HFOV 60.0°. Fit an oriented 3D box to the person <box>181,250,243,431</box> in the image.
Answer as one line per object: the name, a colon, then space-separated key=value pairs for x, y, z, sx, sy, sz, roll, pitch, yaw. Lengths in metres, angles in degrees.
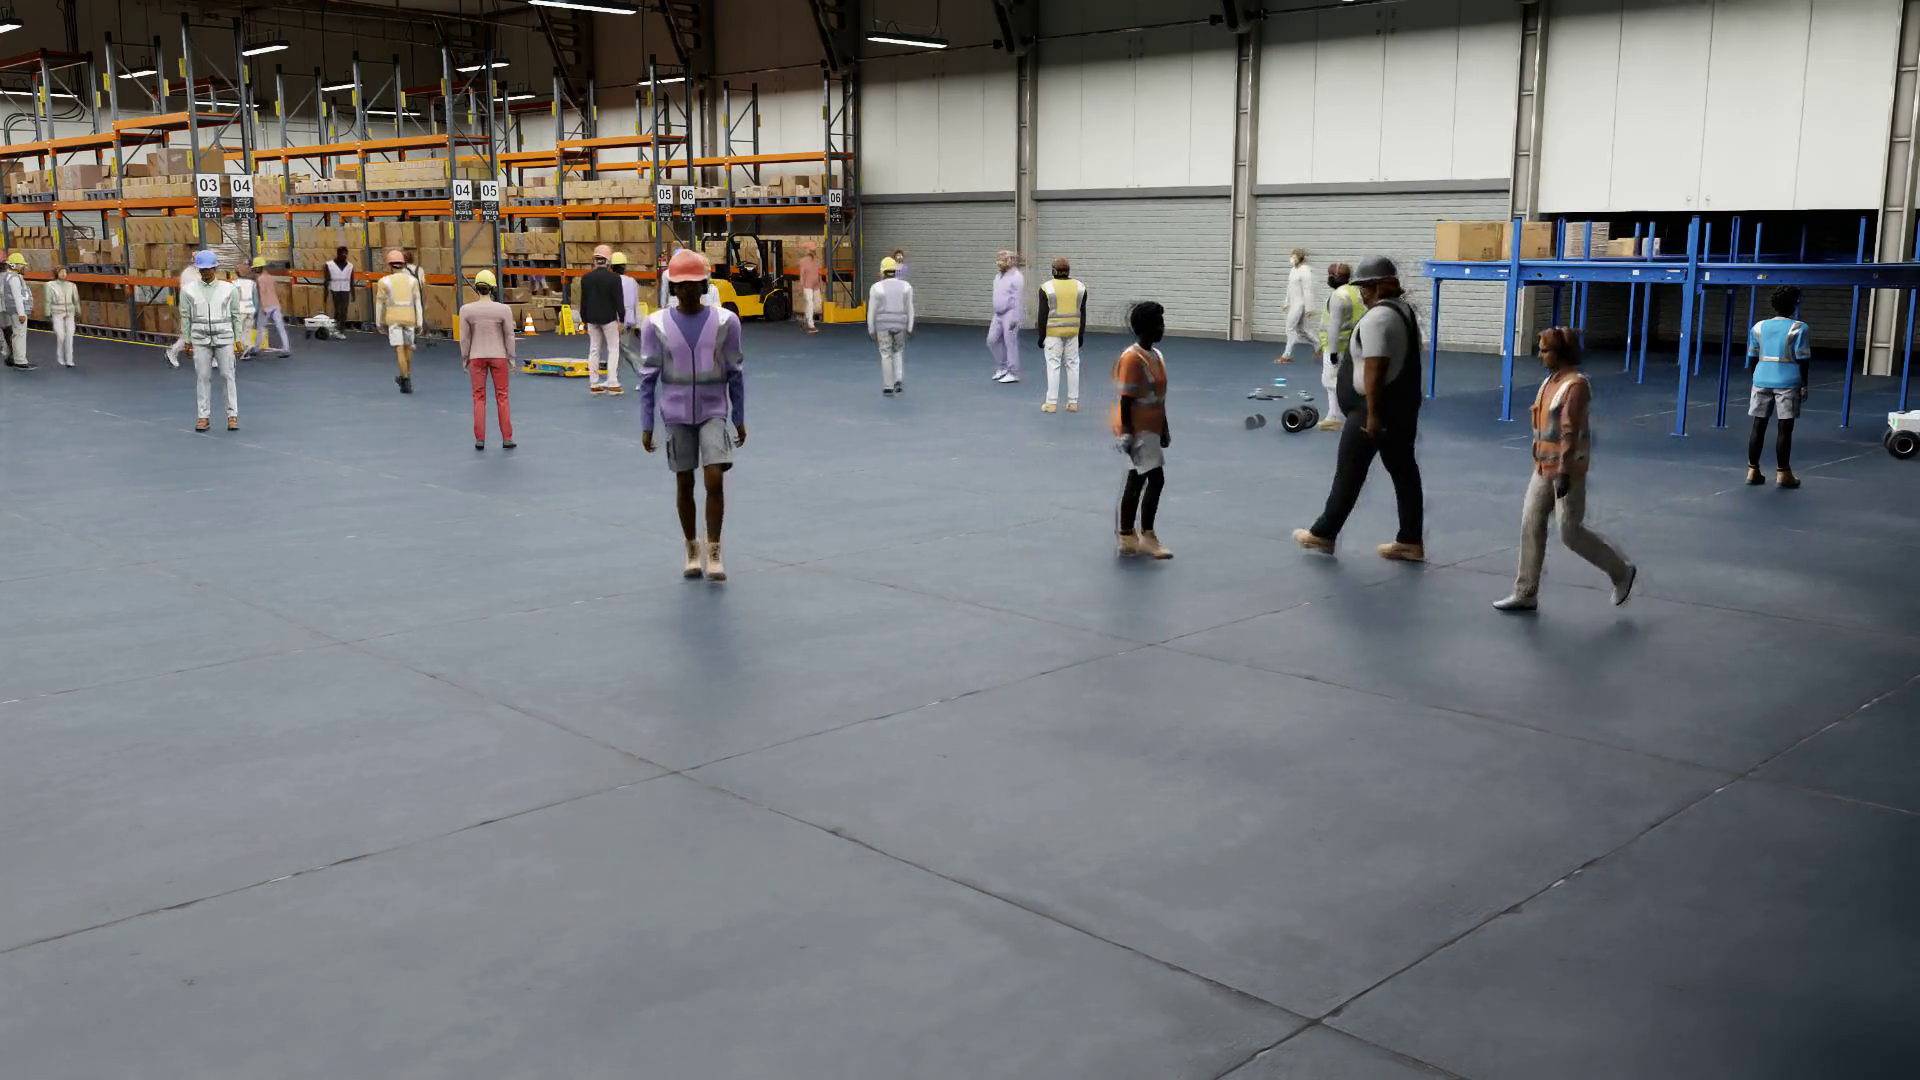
person: x=-8.137 y=-2.168 z=18.106 sx=0.615 sy=1.943 sz=0.405 roll=-3 pitch=11 yaw=-17

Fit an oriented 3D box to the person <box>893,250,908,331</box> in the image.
person: x=-1.424 y=-5.590 z=37.204 sx=0.561 sy=1.797 sz=1.004 roll=-4 pitch=11 yaw=-20

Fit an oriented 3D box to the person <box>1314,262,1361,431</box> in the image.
person: x=4.171 y=-2.083 z=17.990 sx=0.621 sy=1.828 sz=0.636 roll=6 pitch=12 yaw=31

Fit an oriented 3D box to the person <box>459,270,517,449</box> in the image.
person: x=-4.692 y=-1.793 z=16.556 sx=0.529 sy=1.767 sz=0.329 roll=-1 pitch=10 yaw=-8

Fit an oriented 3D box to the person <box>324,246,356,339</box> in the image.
person: x=-12.631 y=-5.045 z=33.973 sx=0.637 sy=1.879 sz=0.626 roll=-9 pitch=14 yaw=-41

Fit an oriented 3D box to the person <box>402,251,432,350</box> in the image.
person: x=-10.175 y=-4.470 z=30.996 sx=0.532 sy=1.827 sz=0.506 roll=-10 pitch=14 yaw=-44

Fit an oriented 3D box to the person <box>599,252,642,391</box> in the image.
person: x=-4.614 y=-3.006 z=22.847 sx=0.933 sy=1.889 sz=0.588 roll=4 pitch=11 yaw=22

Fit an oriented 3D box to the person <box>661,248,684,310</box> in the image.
person: x=-4.582 y=-3.825 z=27.257 sx=0.622 sy=1.918 sz=0.919 roll=-4 pitch=11 yaw=-20

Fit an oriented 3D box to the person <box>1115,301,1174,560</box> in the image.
person: x=1.273 y=-0.706 z=10.830 sx=0.565 sy=1.677 sz=0.552 roll=5 pitch=11 yaw=24

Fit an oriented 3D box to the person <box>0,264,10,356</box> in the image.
person: x=-16.656 y=-4.014 z=29.062 sx=0.519 sy=1.616 sz=0.375 roll=-8 pitch=13 yaw=-38

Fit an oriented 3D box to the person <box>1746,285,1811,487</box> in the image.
person: x=6.936 y=-1.307 z=14.096 sx=0.318 sy=1.697 sz=0.535 roll=-7 pitch=13 yaw=-34

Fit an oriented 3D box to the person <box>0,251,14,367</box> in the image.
person: x=-15.547 y=-3.775 z=27.095 sx=0.537 sy=1.883 sz=1.029 roll=-3 pitch=11 yaw=-14

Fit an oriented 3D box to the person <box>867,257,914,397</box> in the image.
person: x=-0.941 y=-2.819 z=21.991 sx=0.619 sy=1.819 sz=0.497 roll=-4 pitch=11 yaw=-21

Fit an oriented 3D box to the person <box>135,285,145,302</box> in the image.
person: x=-22.102 y=-7.027 z=44.815 sx=0.700 sy=1.865 sz=0.445 roll=-2 pitch=11 yaw=-11

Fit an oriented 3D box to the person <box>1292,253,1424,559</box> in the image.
person: x=2.699 y=-0.889 z=10.992 sx=0.940 sy=2.000 sz=0.706 roll=8 pitch=13 yaw=39

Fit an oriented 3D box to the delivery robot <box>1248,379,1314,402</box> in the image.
delivery robot: x=3.523 y=-1.654 z=18.252 sx=0.698 sy=0.223 sz=0.335 roll=6 pitch=12 yaw=30

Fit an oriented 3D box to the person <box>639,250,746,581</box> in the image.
person: x=-1.621 y=-0.738 z=10.105 sx=0.643 sy=2.015 sz=0.827 roll=-1 pitch=10 yaw=-8

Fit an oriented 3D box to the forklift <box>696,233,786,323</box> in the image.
forklift: x=-5.496 y=-6.489 z=41.108 sx=2.313 sy=2.155 sz=1.214 roll=-10 pitch=14 yaw=-44

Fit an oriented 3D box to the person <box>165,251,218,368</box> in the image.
person: x=-12.231 y=-3.670 z=26.531 sx=0.821 sy=1.870 sz=0.685 roll=1 pitch=10 yaw=8

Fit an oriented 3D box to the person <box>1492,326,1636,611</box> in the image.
person: x=3.421 y=-0.389 z=9.305 sx=0.701 sy=1.612 sz=0.508 roll=-1 pitch=10 yaw=-5

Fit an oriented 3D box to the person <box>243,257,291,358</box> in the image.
person: x=-12.024 y=-4.011 z=28.763 sx=0.923 sy=1.720 sz=0.546 roll=2 pitch=11 yaw=12

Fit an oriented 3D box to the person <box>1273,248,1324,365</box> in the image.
person: x=5.676 y=-3.870 z=27.505 sx=0.891 sy=1.914 sz=0.626 roll=-1 pitch=10 yaw=-5

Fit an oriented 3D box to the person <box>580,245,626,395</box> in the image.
person: x=-4.747 y=-2.928 z=22.162 sx=0.631 sy=1.983 sz=0.428 roll=4 pitch=11 yaw=19

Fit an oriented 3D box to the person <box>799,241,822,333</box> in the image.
person: x=-3.292 y=-5.538 z=36.406 sx=0.628 sy=1.981 sz=0.568 roll=-10 pitch=14 yaw=-44

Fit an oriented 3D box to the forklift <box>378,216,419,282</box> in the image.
forklift: x=-17.868 y=-9.201 z=54.028 sx=1.873 sy=2.768 sz=1.129 roll=-10 pitch=14 yaw=-44

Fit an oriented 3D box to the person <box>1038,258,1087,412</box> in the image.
person: x=1.214 y=-2.472 z=20.055 sx=0.627 sy=1.843 sz=0.429 roll=-4 pitch=11 yaw=-20

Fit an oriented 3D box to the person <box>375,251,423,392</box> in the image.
person: x=-7.664 y=-2.983 z=22.685 sx=0.567 sy=1.885 sz=0.968 roll=-7 pitch=13 yaw=-34

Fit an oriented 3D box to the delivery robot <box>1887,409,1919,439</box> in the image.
delivery robot: x=9.303 y=-1.099 z=15.936 sx=0.707 sy=0.478 sz=0.477 roll=4 pitch=11 yaw=23

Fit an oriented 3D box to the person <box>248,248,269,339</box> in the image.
person: x=-14.129 y=-4.929 z=33.424 sx=0.398 sy=1.868 sz=0.868 roll=-5 pitch=12 yaw=-26

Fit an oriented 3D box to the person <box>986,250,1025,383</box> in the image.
person: x=0.646 y=-3.211 z=23.965 sx=0.438 sy=1.892 sz=0.646 roll=-7 pitch=13 yaw=-34

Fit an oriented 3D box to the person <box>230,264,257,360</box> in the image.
person: x=-12.121 y=-3.858 z=28.205 sx=0.422 sy=1.623 sz=0.525 roll=6 pitch=12 yaw=30

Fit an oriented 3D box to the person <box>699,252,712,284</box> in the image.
person: x=-6.089 y=-5.918 z=39.147 sx=0.496 sy=1.723 sz=0.516 roll=-7 pitch=13 yaw=-35

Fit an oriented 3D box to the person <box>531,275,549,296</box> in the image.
person: x=-11.324 y=-7.057 z=44.919 sx=0.916 sy=1.894 sz=0.552 roll=10 pitch=14 yaw=42

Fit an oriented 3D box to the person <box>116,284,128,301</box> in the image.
person: x=-21.835 y=-6.700 z=43.298 sx=0.613 sy=1.768 sz=0.816 roll=-4 pitch=11 yaw=-19

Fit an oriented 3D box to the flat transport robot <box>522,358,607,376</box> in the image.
flat transport robot: x=-6.021 y=-2.653 z=25.442 sx=1.431 sy=0.197 sz=0.652 roll=9 pitch=14 yaw=40

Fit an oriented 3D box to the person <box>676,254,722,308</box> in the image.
person: x=-2.995 y=-2.389 z=19.475 sx=0.985 sy=1.883 sz=0.549 roll=10 pitch=14 yaw=44

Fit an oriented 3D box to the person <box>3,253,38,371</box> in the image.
person: x=-14.836 y=-3.602 z=26.246 sx=0.404 sy=1.826 sz=0.600 roll=-8 pitch=13 yaw=-36

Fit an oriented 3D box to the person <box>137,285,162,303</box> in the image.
person: x=-20.742 y=-6.646 z=42.548 sx=0.377 sy=1.940 sz=0.629 roll=10 pitch=14 yaw=42

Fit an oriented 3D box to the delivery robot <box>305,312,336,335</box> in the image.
delivery robot: x=-13.123 y=-4.452 z=34.207 sx=0.707 sy=0.478 sz=0.477 roll=6 pitch=12 yaw=25

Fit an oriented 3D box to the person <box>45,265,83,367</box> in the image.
person: x=-14.409 y=-3.598 z=26.772 sx=0.429 sy=1.622 sz=0.535 roll=7 pitch=13 yaw=35
